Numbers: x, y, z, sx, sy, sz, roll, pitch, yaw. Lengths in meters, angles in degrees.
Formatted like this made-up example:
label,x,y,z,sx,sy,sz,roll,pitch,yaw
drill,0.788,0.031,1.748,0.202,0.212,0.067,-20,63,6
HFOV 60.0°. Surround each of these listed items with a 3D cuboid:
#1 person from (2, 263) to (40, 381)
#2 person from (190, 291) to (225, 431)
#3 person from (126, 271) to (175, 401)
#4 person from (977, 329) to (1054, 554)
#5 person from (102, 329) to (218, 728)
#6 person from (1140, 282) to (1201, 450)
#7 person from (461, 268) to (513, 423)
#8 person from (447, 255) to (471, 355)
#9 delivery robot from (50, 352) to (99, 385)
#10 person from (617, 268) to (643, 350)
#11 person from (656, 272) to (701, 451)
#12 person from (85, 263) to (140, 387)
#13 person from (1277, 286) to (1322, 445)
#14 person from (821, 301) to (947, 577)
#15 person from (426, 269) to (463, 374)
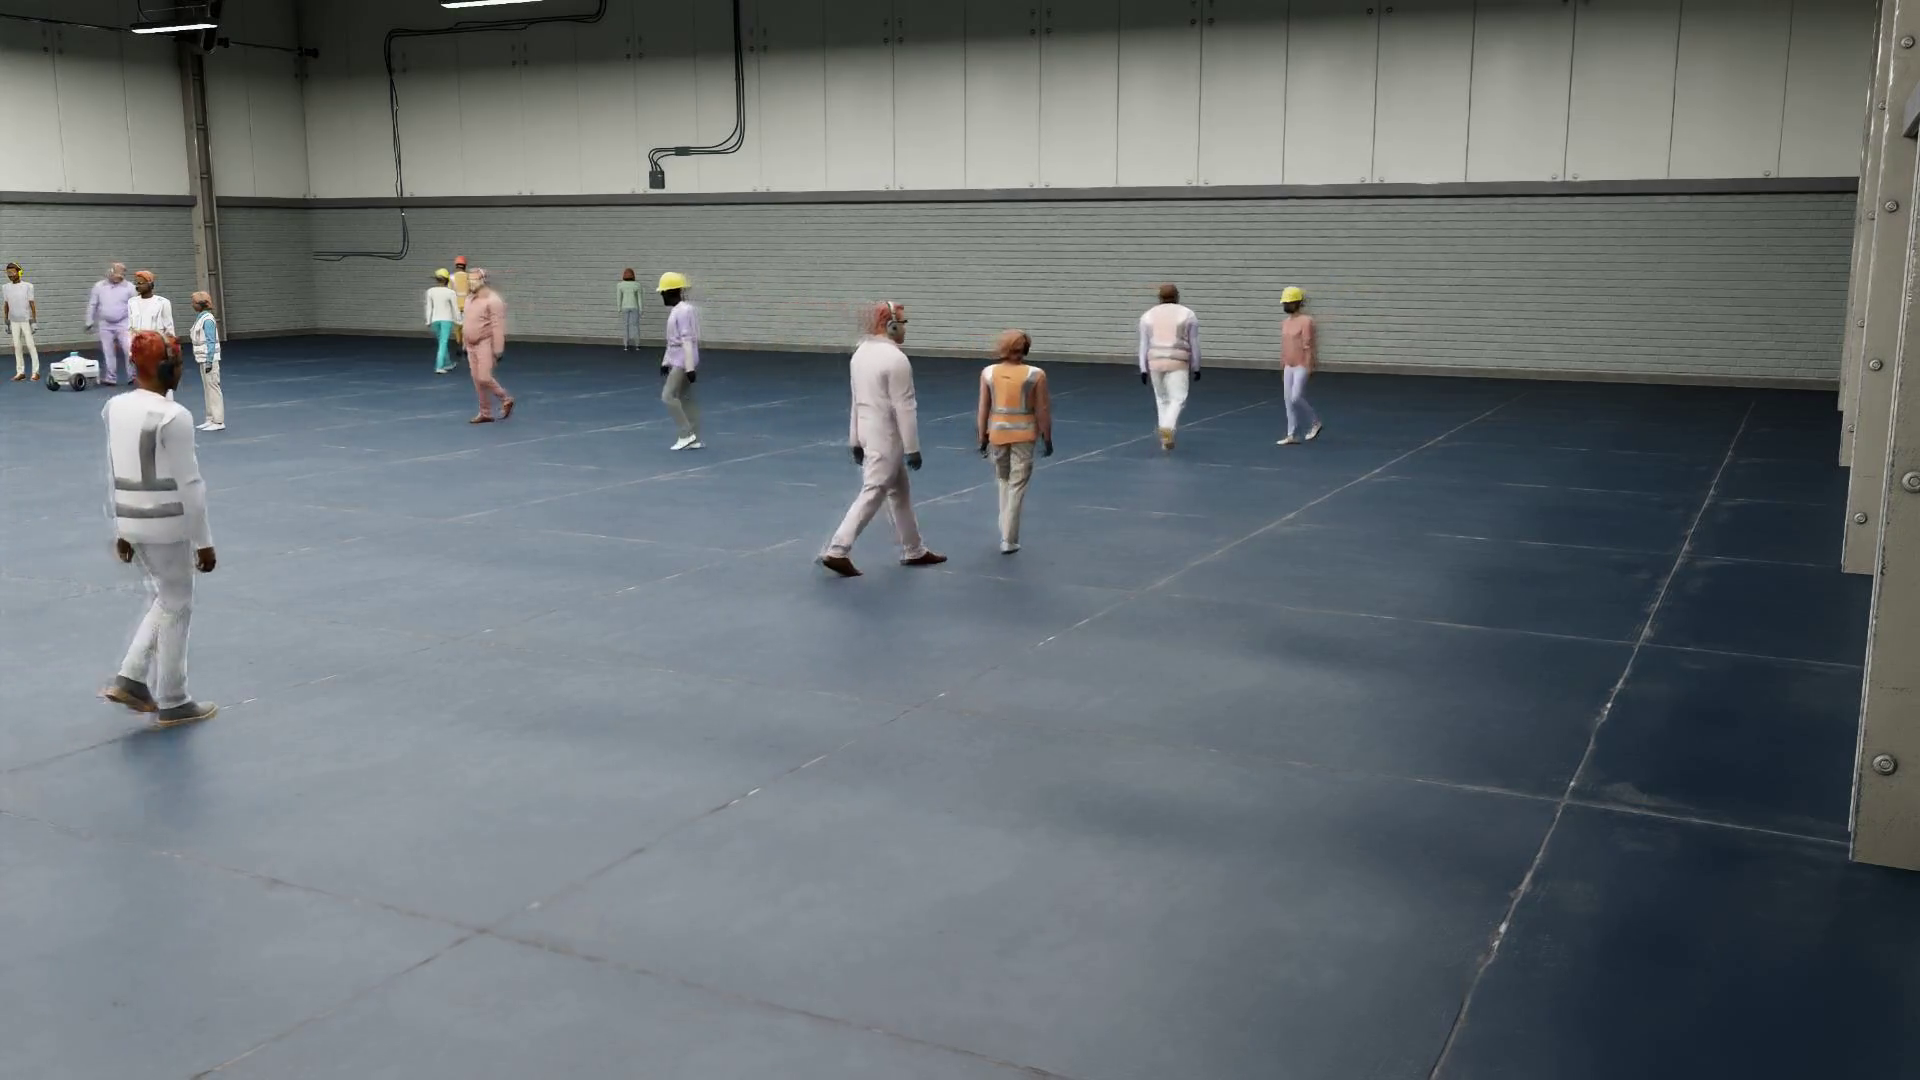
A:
label,x,y,z,sx,sy,sz,roll,pitch,yaw
person,-14.888,-3.449,26.354,0.509,1.863,0.311,0,10,-2
person,-8.886,-2.108,19.634,0.307,1.641,0.513,-7,13,-35
person,-9.509,-2.212,19.535,0.584,1.882,0.348,2,11,11
person,0.429,-0.728,12.147,0.534,1.613,0.632,4,11,23
person,-3.698,-0.042,7.735,0.582,1.867,0.416,7,12,33
person,2.189,-1.821,17.658,0.644,1.811,0.814,5,11,23
person,-5.843,-2.369,20.348,0.639,1.898,0.462,8,13,39
person,-9.460,-4.450,31.643,0.560,1.920,0.547,-4,11,-19
delivery robot,-13.186,-2.556,24.778,0.477,0.478,0.707,2,11,10
person,-6.632,-4.635,33.429,0.506,1.632,0.268,-1,10,-7
person,-2.995,-1.891,17.720,0.504,1.904,0.602,-2,11,-10
person,-12.842,-3.254,25.268,0.750,1.880,0.398,0,10,-1
person,3.696,-1.897,18.182,0.477,1.745,0.550,-5,11,-24
person,-0.533,-0.689,11.303,0.987,1.865,0.662,-5,12,-26
person,-8.583,-3.657,27.827,0.553,1.719,0.879,3,11,16
